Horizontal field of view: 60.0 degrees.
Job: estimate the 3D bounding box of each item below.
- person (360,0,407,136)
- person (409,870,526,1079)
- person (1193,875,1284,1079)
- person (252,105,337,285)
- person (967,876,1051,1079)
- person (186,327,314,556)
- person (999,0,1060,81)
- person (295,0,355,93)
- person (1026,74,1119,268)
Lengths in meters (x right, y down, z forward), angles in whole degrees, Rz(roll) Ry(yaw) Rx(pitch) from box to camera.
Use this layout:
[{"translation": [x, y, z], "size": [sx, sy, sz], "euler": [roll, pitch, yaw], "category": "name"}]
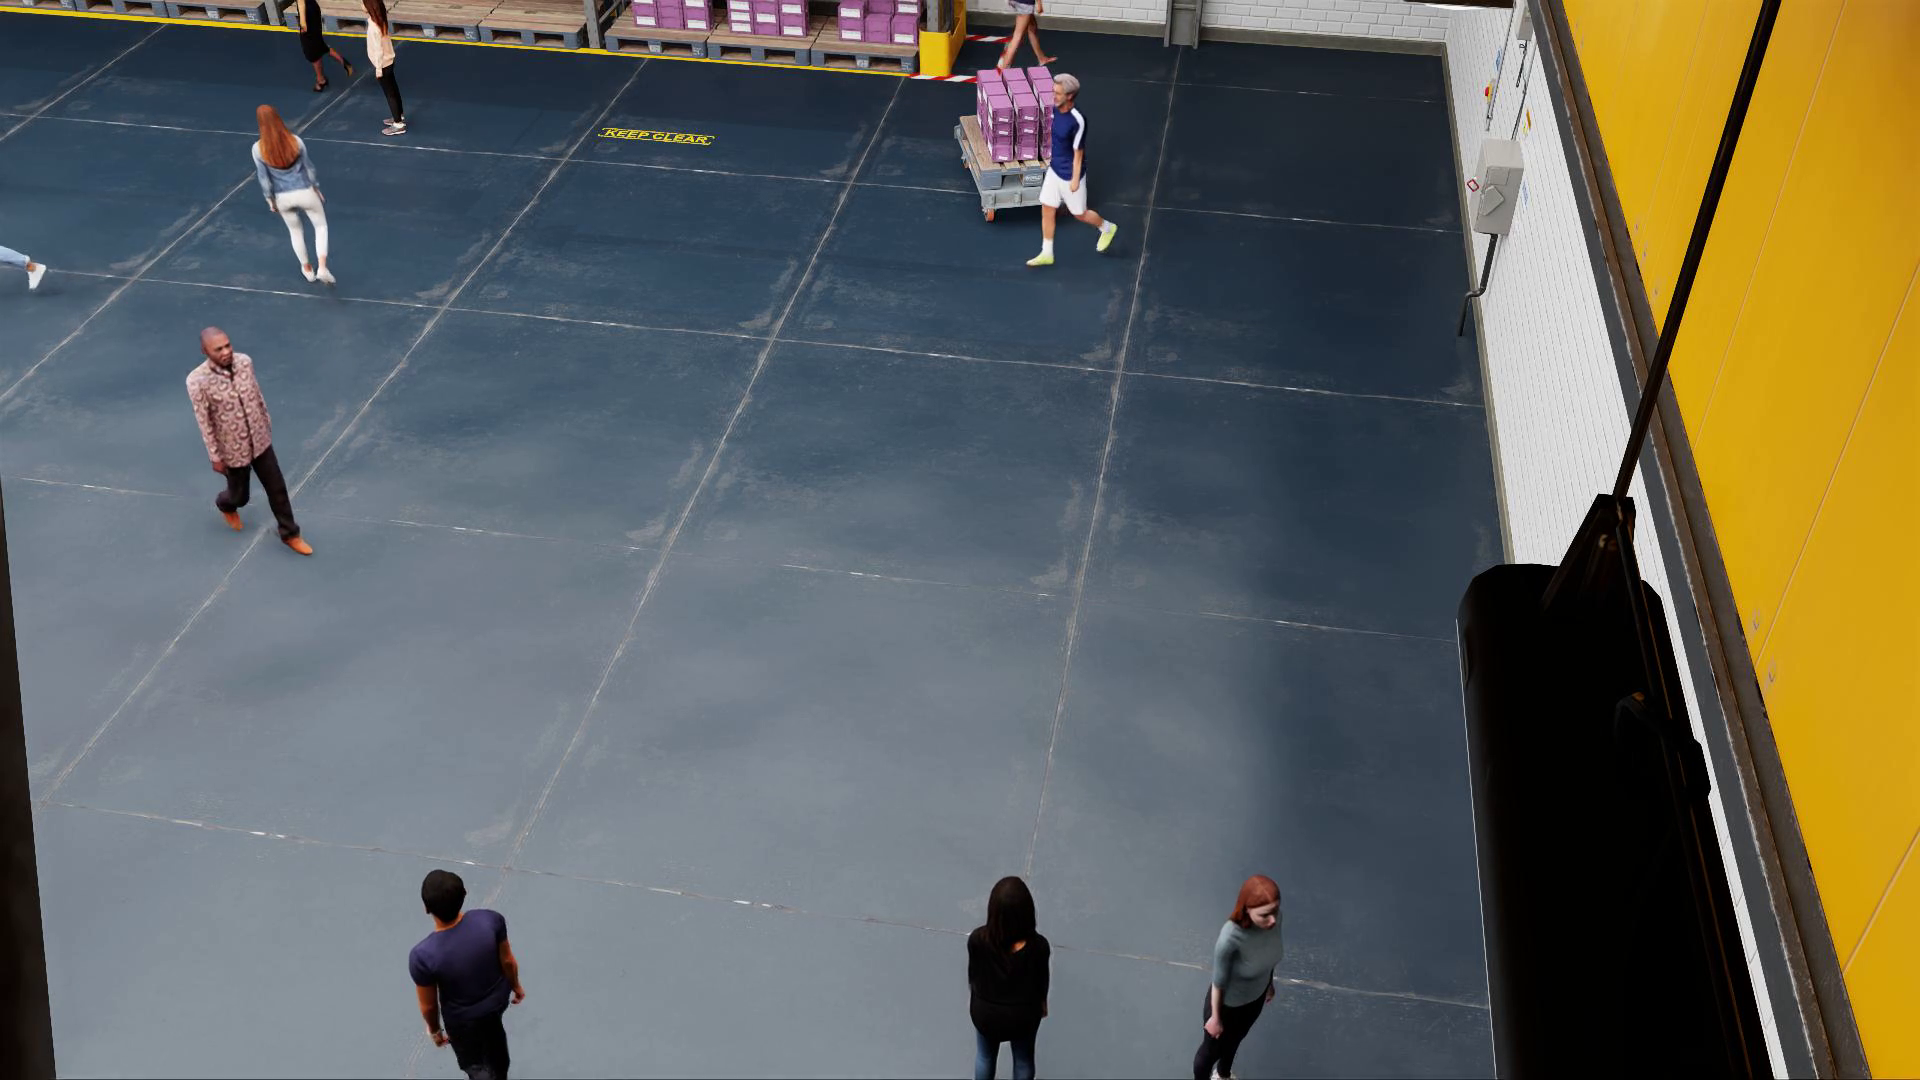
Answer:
[{"translation": [-5.950, -4.929, 17.143], "size": [0.618, 1.484, 0.630], "euler": [-6, 39, -8], "category": "person"}, {"translation": [-2.272, 2.256, 7.913], "size": [0.997, 1.776, 1.102], "euler": [-29, 47, -31], "category": "person"}, {"translation": [1.341, 2.201, 8.008], "size": [0.665, 1.742, 0.718], "euler": [-25, 45, -28], "category": "person"}, {"translation": [-5.790, -2.963, 14.515], "size": [0.923, 1.692, 0.925], "euler": [-12, 40, -14], "category": "person"}, {"translation": [0.224, 2.245, 8.032], "size": [0.469, 1.643, 0.614], "euler": [4, 39, 5], "category": "person"}, {"translation": [-5.064, -0.701, 11.609], "size": [1.167, 1.785, 0.993], "euler": [25, 45, 28], "category": "person"}, {"translation": [0.629, -5.834, 18.087], "size": [1.115, 1.721, 0.979], "euler": [-17, 42, -20], "category": "person"}, {"translation": [-6.916, -5.607, 17.864], "size": [0.812, 1.644, 0.704], "euler": [-3, 39, -4], "category": "person"}, {"translation": [1.039, -3.296, 14.841], "size": [1.199, 1.805, 1.113], "euler": [-21, 43, -25], "category": "person"}]
